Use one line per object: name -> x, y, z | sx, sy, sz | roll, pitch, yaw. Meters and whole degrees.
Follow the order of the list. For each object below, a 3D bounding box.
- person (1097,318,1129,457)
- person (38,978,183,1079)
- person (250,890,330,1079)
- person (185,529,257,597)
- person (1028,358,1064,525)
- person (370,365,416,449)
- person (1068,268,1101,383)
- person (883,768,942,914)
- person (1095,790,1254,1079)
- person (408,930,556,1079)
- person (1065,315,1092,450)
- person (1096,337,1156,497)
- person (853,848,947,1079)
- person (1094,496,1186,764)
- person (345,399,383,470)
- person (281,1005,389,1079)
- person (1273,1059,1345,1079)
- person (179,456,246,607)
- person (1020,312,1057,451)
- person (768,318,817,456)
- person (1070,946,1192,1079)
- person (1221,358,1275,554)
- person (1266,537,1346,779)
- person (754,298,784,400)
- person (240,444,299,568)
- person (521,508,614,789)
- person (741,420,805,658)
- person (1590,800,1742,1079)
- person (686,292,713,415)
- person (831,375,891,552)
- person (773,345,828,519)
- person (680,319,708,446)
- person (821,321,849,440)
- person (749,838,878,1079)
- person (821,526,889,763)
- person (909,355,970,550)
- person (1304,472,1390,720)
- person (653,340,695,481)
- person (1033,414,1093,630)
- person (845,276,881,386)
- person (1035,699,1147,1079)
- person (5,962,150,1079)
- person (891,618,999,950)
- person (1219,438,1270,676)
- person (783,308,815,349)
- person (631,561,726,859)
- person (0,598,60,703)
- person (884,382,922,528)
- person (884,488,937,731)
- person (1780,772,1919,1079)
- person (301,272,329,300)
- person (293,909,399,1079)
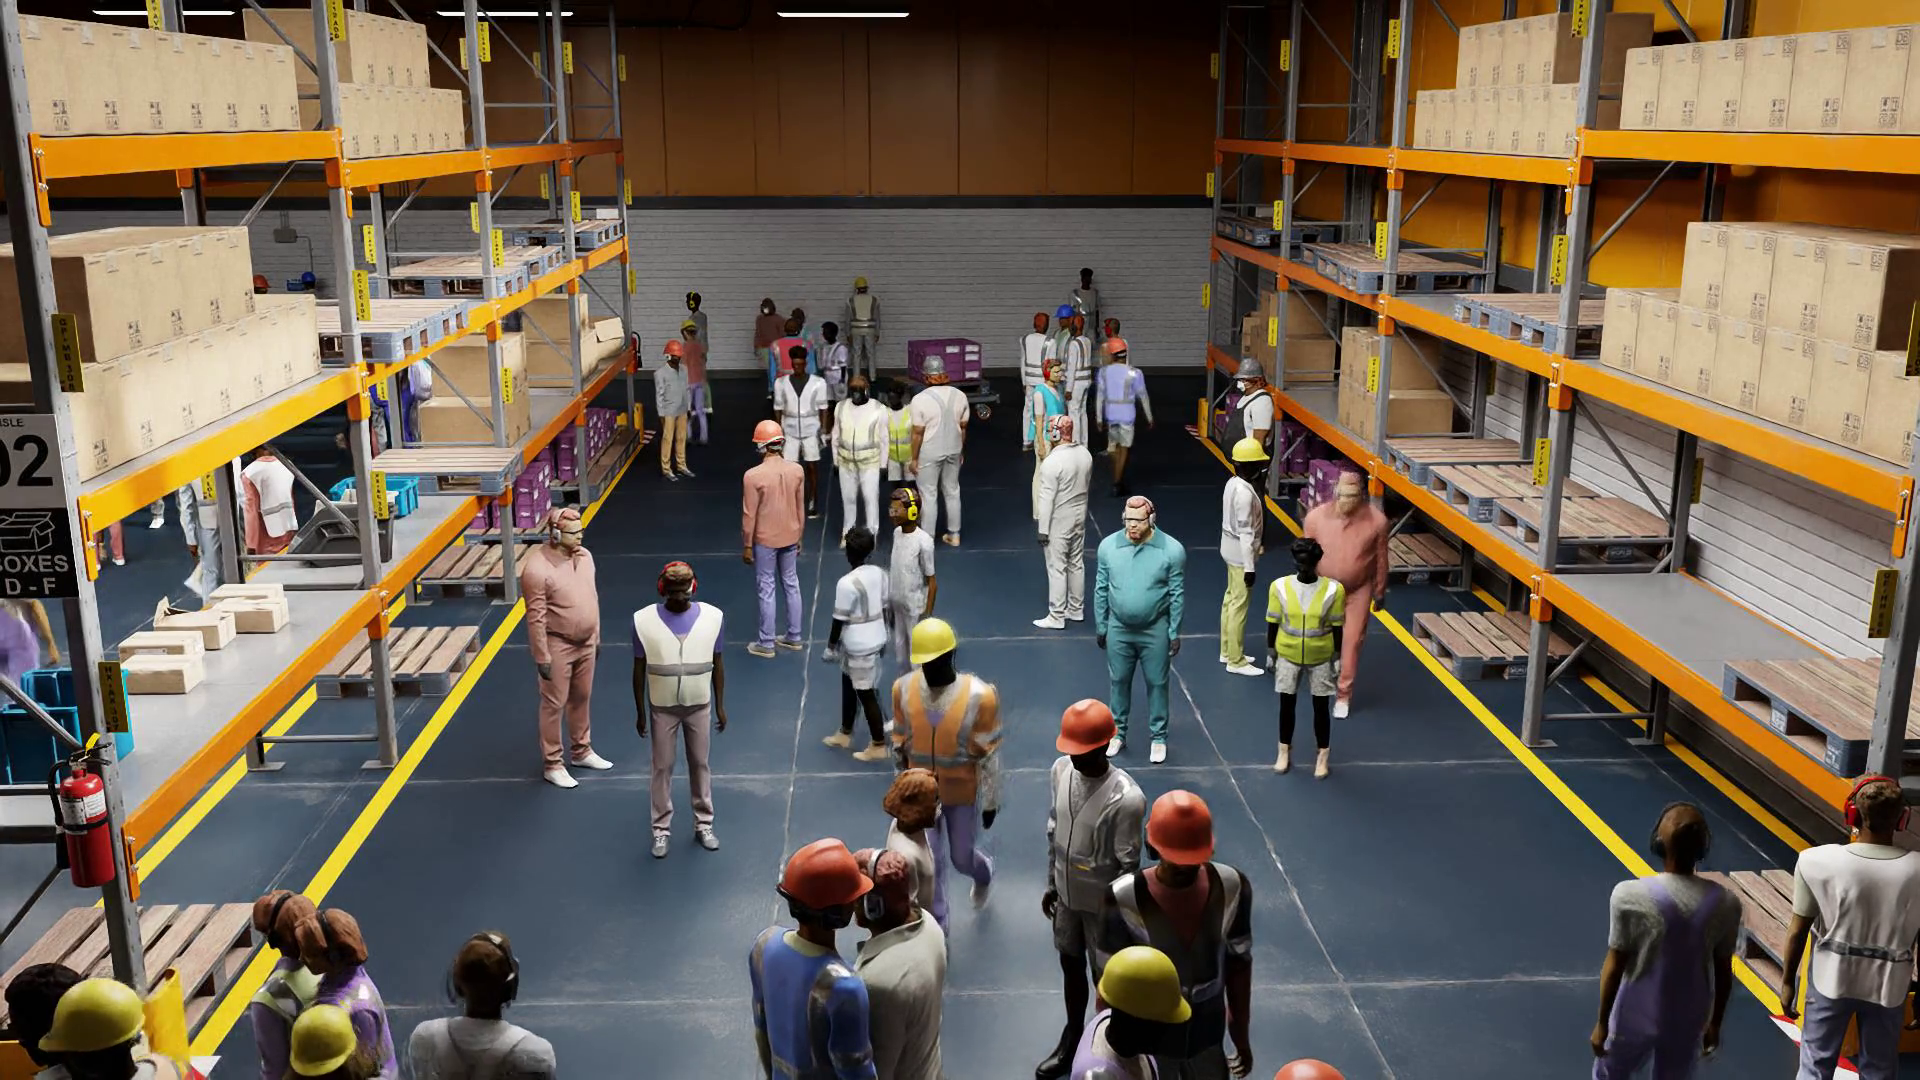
person -> 2.058, -2.023, 22.082 | 0.388, 1.838, 0.567 | 11, 18, 36
person -> -2.508, 2.243, 5.208 | 0.865, 1.902, 0.592 | -3, 15, -11
person -> -2.460, 2.091, 6.307 | 0.313, 1.642, 0.513 | 4, 15, 14
person -> -6.900, -0.259, 15.615 | 0.801, 1.601, 0.498 | -4, 15, -15
person -> 0.957, -1.091, 18.387 | 0.388, 1.847, 0.563 | 6, 15, 22
person -> -7.015, -1.749, 20.585 | 0.535, 2.000, 0.683 | -3, 15, -13
person -> 2.098, -3.607, 28.028 | 0.610, 1.963, 0.365 | -7, 16, -25
person -> -0.224, 1.793, 7.515 | 0.286, 1.625, 0.495 | 0, 14, 1
person -> 0.825, 1.889, 6.327 | 0.619, 2.028, 0.409 | -3, 15, -12
person -> -1.592, 2.202, 5.545 | 0.512, 1.813, 0.901 | 0, 14, 1
person -> 1.560, -2.052, 22.103 | 0.363, 1.879, 0.585 | 7, 16, 25
person -> 1.999, -1.459, 19.734 | 0.621, 1.900, 0.612 | 10, 17, 35
person -> -0.266, 2.022, 6.081 | 0.400, 1.894, 0.653 | 3, 15, 12
person -> 1.235, 0.616, 11.594 | 0.645, 1.900, 0.399 | 5, 15, 18
person -> -7.573, -1.870, 21.177 | 0.620, 1.986, 0.408 | 4, 15, 14
person -> -2.025, 2.262, 5.538 | 0.485, 1.705, 0.891 | -4, 15, -15
person -> 0.918, 2.337, 4.654 | 0.611, 1.985, 0.393 | 0, 14, -1
person -> -6.410, -0.089, 14.346 | 0.409, 1.907, 0.598 | 9, 17, 31
person -> 1.057, -2.109, 22.319 | 0.575, 1.882, 0.338 | 10, 17, 34
person -> -2.206, -2.026, 22.068 | 0.634, 1.842, 0.429 | 0, 14, 1
person -> 0.527, 2.183, 5.404 | 0.399, 1.913, 0.595 | 3, 15, 10
person -> 2.964, -0.882, 17.182 | 0.535, 2.000, 0.683 | -1, 14, -4
person -> 2.341, 0.790, 11.329 | 0.539, 1.686, 0.319 | 4, 15, 17
person -> -3.041, -3.032, 26.447 | 0.534, 1.616, 0.457 | 6, 16, 23
person -> -5.859, -0.047, 14.176 | 0.405, 1.909, 0.597 | 3, 15, 13
person -> -2.630, 0.712, 11.214 | 0.400, 1.899, 0.646 | 8, 16, 28
person -> -1.562, -0.015, 13.898 | 0.614, 1.987, 0.408 | -13, 20, -42
person -> 2.790, 1.907, 6.652 | 0.533, 1.828, 0.401 | 1, 14, 3
person -> -3.959, -2.807, 25.112 | 0.326, 1.861, 0.499 | 4, 15, 14
person -> -1.043, -0.797, 17.261 | 0.628, 1.847, 0.428 | 4, 15, 14
person -> -1.784, -1.207, 18.614 | 0.612, 1.963, 0.408 | 0, 14, -1
person -> -3.641, -2.143, 22.756 | 0.556, 1.713, 0.549 | 10, 17, 34
person -> -1.744, -2.191, 23.030 | 0.353, 1.683, 0.549 | -11, 18, -37
person -> -0.470, 2.006, 5.837 | 0.377, 2.045, 0.605 | -12, 19, -40
person -> -0.771, 0.730, 11.604 | 0.646, 1.662, 0.529 | 5, 15, 18
person -> -0.269, -0.919, 17.328 | 0.688, 2.000, 0.536 | -10, 17, -33
person -> 2.936, 0.356, 12.725 | 0.649, 1.863, 0.962 | 5, 15, 19
person -> -3.529, -1.615, 20.655 | 0.351, 1.743, 0.568 | 10, 17, 33
person -> 0.890, -0.163, 14.644 | 0.399, 1.900, 0.643 | 11, 18, 38
person -> -1.627, -3.497, 27.891 | 0.591, 1.827, 0.403 | -2, 14, -6
person -> 0.579, 1.626, 7.574 | 0.390, 1.926, 0.550 | -12, 18, -39
person -> -2.731, 2.216, 5.276 | 0.393, 1.915, 0.589 | 0, 14, 2
person -> -0.065, 1.297, 8.935 | 0.596, 1.895, 0.732 | 4, 15, 16
person -> 2.287, 0.128, 13.437 | 0.355, 1.930, 0.587 | 0, 14, -1
person -> -2.300, -2.375, 23.537 | 0.526, 1.784, 0.995 | 6, 15, 22
person -> -1.703, 1.013, 10.144 | 0.565, 1.840, 0.390 | -5, 15, -18
person -> -6.502, 0.717, 11.379 | 0.515, 1.814, 0.893 | 4, 15, 16
person -> -0.632, -0.889, 17.935 | 0.568, 1.668, 0.422 | 5, 15, 19
person -> -0.370, 0.534, 11.963 | 0.313, 1.869, 0.538 | -9, 17, -31
person -> 3.687, 1.856, 6.849 | 0.561, 1.837, 0.388 | 5, 15, 19
person -> -10.689, -3.463, 27.538 | 0.428, 1.935, 0.618 | 8, 16, 29
person -> -2.253, 2.125, 6.195 | 0.323, 1.631, 0.523 | -9, 17, -32
